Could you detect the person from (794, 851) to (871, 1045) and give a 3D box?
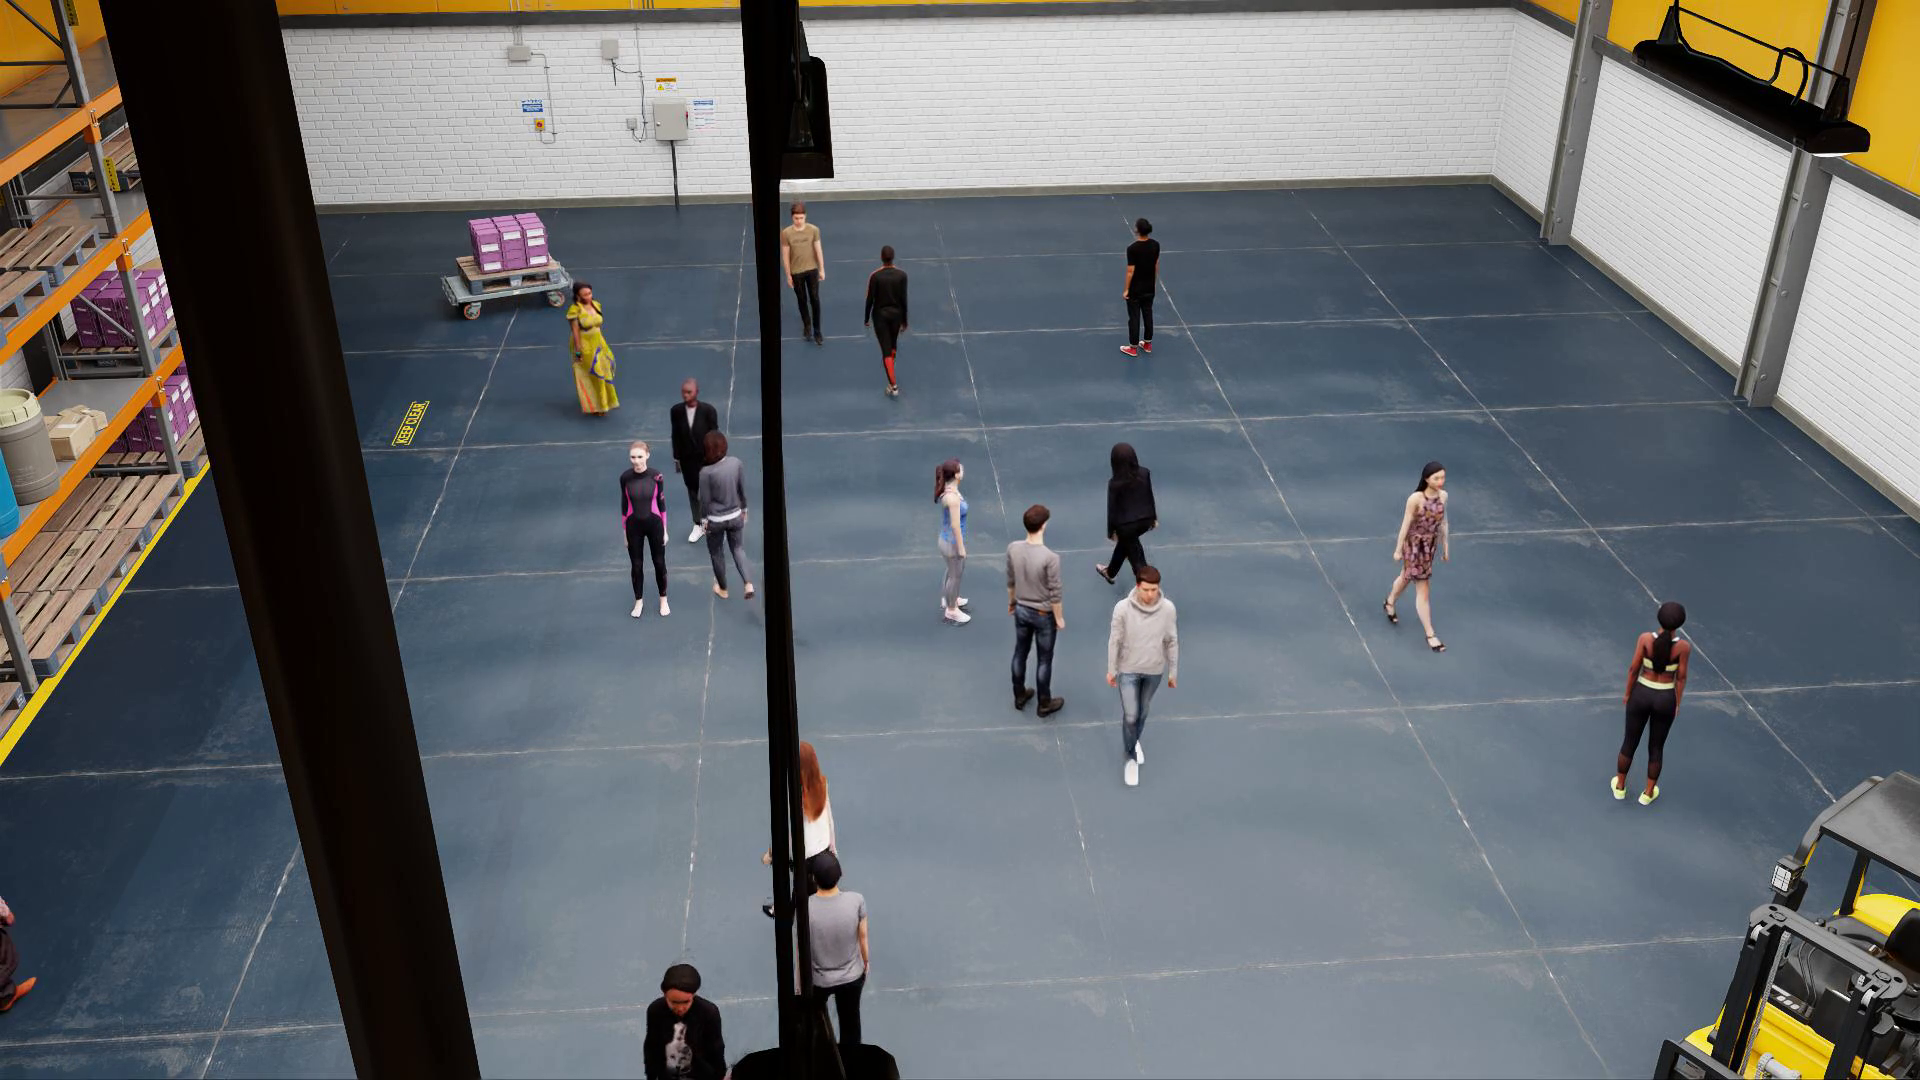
[{"bbox_3d":[-0.755,2.693,10.154,0.667,1.741,0.769,-6,29,-11],"label":"person"}]

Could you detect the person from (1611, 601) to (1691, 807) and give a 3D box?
[{"bbox_3d":[5.316,1.254,12.780,0.641,1.753,0.658,13,31,23],"label":"person"}]

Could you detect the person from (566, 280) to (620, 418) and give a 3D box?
[{"bbox_3d":[-4.364,-2.231,19.279,1.121,1.646,1.077,17,33,28],"label":"person"}]

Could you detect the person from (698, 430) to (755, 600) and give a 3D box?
[{"bbox_3d":[-2.145,-0.179,15.405,0.842,1.753,0.983,-17,33,-28],"label":"person"}]

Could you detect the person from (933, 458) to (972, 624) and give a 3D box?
[{"bbox_3d":[-0.068,0.008,15.222,0.649,1.601,0.493,3,29,5],"label":"person"}]

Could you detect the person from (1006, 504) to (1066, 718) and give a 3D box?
[{"bbox_3d":[0.616,0.598,13.827,0.777,1.902,0.821,19,34,31],"label":"person"}]

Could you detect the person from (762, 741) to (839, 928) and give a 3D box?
[{"bbox_3d":[-0.951,2.155,11.207,1.065,1.676,1.096,17,33,28],"label":"person"}]

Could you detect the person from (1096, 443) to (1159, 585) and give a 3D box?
[{"bbox_3d":[1.642,-0.082,15.439,1.110,1.551,1.256,-20,34,-32],"label":"person"}]

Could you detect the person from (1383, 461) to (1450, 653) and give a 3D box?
[{"bbox_3d":[4.076,0.079,14.964,0.912,1.723,1.232,-13,31,-22],"label":"person"}]

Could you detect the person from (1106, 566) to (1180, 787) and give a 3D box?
[{"bbox_3d":[1.423,0.963,13.225,0.719,1.837,0.903,-4,29,-7],"label":"person"}]

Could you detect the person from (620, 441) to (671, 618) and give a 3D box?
[{"bbox_3d":[-2.891,-0.113,15.286,0.547,1.752,0.548,-3,29,-5],"label":"person"}]

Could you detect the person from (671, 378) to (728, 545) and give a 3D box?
[{"bbox_3d":[-2.592,-0.807,16.549,0.695,1.760,0.641,4,29,7],"label":"person"}]

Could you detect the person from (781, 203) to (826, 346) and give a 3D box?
[{"bbox_3d":[-2.007,-3.468,21.361,0.685,1.825,0.812,-4,29,-7],"label":"person"}]

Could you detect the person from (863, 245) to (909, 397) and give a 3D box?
[{"bbox_3d":[-0.847,-2.583,19.802,0.825,1.763,1.241,-8,30,-14],"label":"person"}]

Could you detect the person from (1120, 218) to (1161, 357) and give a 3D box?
[{"bbox_3d":[2.277,-3.184,20.912,0.705,1.756,0.691,-15,32,-25],"label":"person"}]

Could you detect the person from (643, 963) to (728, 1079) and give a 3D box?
[{"bbox_3d":[-1.553,3.026,9.627,0.713,1.661,0.797,7,29,12],"label":"person"}]
